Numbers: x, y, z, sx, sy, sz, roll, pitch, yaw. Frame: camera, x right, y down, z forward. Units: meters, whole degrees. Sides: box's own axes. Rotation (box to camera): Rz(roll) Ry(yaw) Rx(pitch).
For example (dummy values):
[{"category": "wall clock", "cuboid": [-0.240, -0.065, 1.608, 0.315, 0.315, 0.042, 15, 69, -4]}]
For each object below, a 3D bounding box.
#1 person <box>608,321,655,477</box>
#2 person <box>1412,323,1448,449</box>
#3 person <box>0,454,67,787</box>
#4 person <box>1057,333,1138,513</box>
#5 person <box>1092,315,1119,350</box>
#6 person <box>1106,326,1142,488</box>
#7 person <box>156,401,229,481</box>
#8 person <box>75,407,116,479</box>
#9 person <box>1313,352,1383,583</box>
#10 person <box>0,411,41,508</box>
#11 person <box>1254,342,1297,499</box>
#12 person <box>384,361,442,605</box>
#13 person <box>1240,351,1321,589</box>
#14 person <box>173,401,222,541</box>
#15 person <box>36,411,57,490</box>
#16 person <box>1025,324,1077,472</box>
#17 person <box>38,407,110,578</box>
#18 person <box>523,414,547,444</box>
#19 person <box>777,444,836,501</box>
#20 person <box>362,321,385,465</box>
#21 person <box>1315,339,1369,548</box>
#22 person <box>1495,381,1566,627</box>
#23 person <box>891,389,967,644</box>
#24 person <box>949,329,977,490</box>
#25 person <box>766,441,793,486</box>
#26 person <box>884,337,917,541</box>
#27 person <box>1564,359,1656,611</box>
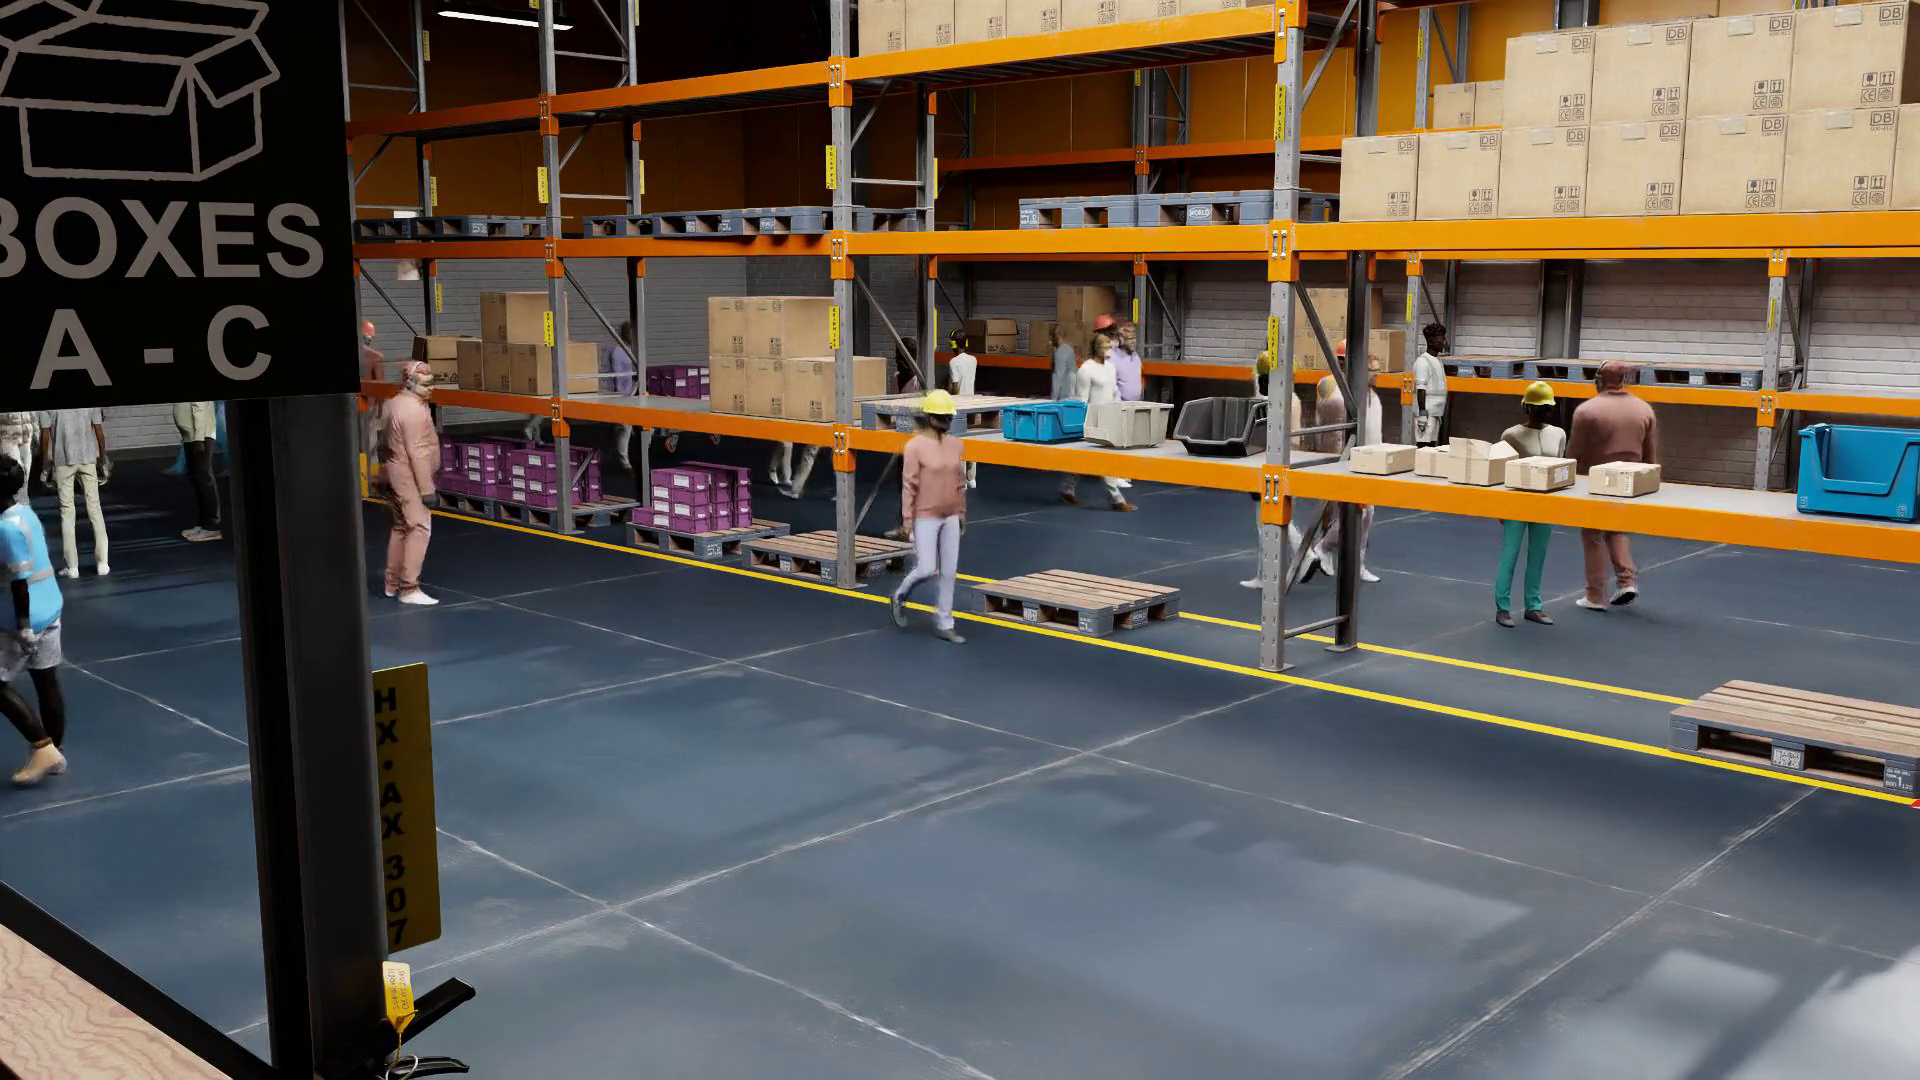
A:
[{"category": "person", "cuboid": [-4.008, -1.719, 20.427, 0.598, 1.919, 0.638, 6, 11, 33]}, {"category": "person", "cuboid": [5.214, -1.423, 18.461, 0.361, 1.964, 0.615, 6, 11, 31]}, {"category": "person", "cuboid": [-4.651, 0.398, 8.214, 0.363, 1.684, 0.548, -1, 9, -7]}, {"category": "person", "cuboid": [1.439, -1.254, 17.698, 1.034, 1.894, 0.635, 5, 11, 30]}, {"category": "person", "cuboid": [1.822, -1.826, 20.895, 1.066, 1.972, 0.611, 7, 11, 35]}, {"category": "person", "cuboid": [1.934, -1.551, 19.477, 0.642, 1.896, 0.417, -9, 13, -43]}, {"category": "person", "cuboid": [-9.233, -1.610, 20.121, 0.590, 1.790, 0.955, 8, 12, 41]}, {"category": "person", "cuboid": [-10.590, -1.591, 20.029, 0.900, 1.801, 0.627, 3, 10, 16]}, {"category": "person", "cuboid": [3.222, -0.585, 13.550, 0.672, 1.888, 0.460, -9, 13, -44]}, {"category": "person", "cuboid": [-9.501, -0.979, 16.751, 0.371, 1.625, 0.537, 3, 10, 17]}, {"category": "person", "cuboid": [3.484, -1.386, 18.689, 0.723, 1.818, 0.635, 7, 12, 36]}, {"category": "person", "cuboid": [-4.224, -0.438, 12.766, 0.460, 1.869, 0.800, -5, 11, -29]}, {"category": "person", "cuboid": [2.528, -0.534, 13.180, 0.550, 1.913, 0.603, 7, 12, 39]}, {"category": "person", "cuboid": [-7.245, -0.979, 15.704, 0.405, 1.987, 0.608, -7, 12, -38]}, {"category": "person", "cuboid": [-10.823, -1.482, 19.250, 0.964, 1.839, 0.587, 3, 10, 17]}, {"category": "person", "cuboid": [1.359, -1.773, 20.922, 0.990, 1.881, 0.705, 1, 9, 8]}, {"category": "person", "cuboid": [-7.366, -0.613, 13.819, 0.516, 1.865, 0.329, -7, 12, -38]}, {"category": "person", "cuboid": [-6.132, -2.180, 23.865, 0.488, 1.728, 0.593, 3, 10, 20]}, {"category": "person", "cuboid": [-1.586, -1.211, 18.296, 0.852, 1.597, 0.519, 3, 10, 20]}, {"category": "person", "cuboid": [-7.306, -1.702, 20.310, 0.601, 1.927, 1.048, -1, 9, -7]}, {"category": "person", "cuboid": [3.526, -0.880, 15.220, 0.552, 1.937, 0.356, 7, 12, 38]}, {"category": "person", "cuboid": [4.097, -0.252, 11.902, 0.533, 1.767, 0.326, -2, 10, -15]}, {"category": "person", "cuboid": [-0.199, -0.169, 11.427, 0.539, 1.752, 0.538, -8, 12, -40]}, {"category": "person", "cuboid": [0.001, -1.510, 19.312, 0.326, 1.865, 0.519, 6, 11, 33]}, {"category": "person", "cuboid": [-2.053, -1.428, 19.515, 0.355, 1.623, 0.543, 6, 11, 33]}, {"category": "person", "cuboid": [-0.460, -0.956, 15.748, 0.375, 1.917, 0.598, -7, 12, -39]}, {"category": "person", "cuboid": [4.852, -0.406, 12.476, 0.686, 1.888, 0.404, -2, 10, -14]}]
